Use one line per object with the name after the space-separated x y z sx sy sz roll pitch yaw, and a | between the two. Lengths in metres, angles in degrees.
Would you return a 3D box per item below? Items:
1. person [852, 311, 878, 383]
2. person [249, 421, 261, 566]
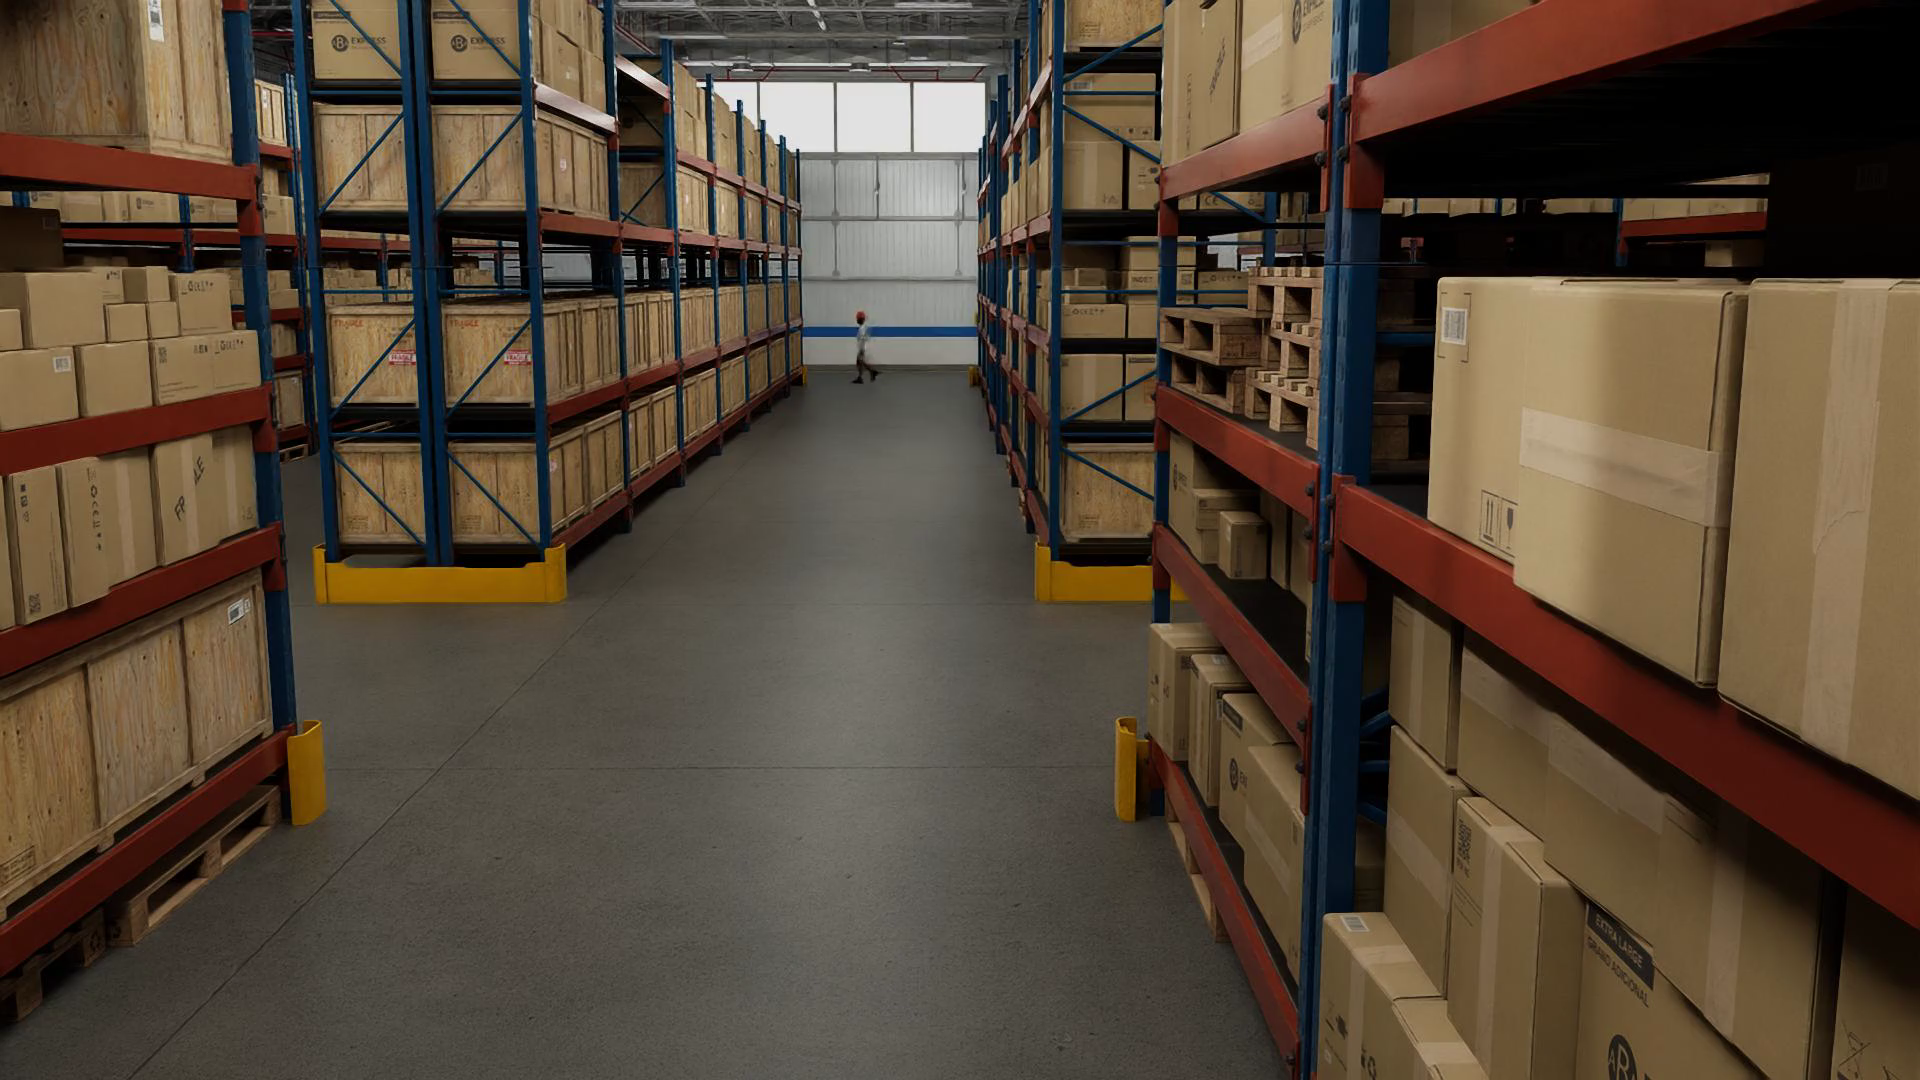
-2.539 -5.091 44.010 0.601 1.917 0.556 0 9 -3 | person
-7.189 -0.545 16.766 0.508 1.714 0.762 -3 10 -16 | person
